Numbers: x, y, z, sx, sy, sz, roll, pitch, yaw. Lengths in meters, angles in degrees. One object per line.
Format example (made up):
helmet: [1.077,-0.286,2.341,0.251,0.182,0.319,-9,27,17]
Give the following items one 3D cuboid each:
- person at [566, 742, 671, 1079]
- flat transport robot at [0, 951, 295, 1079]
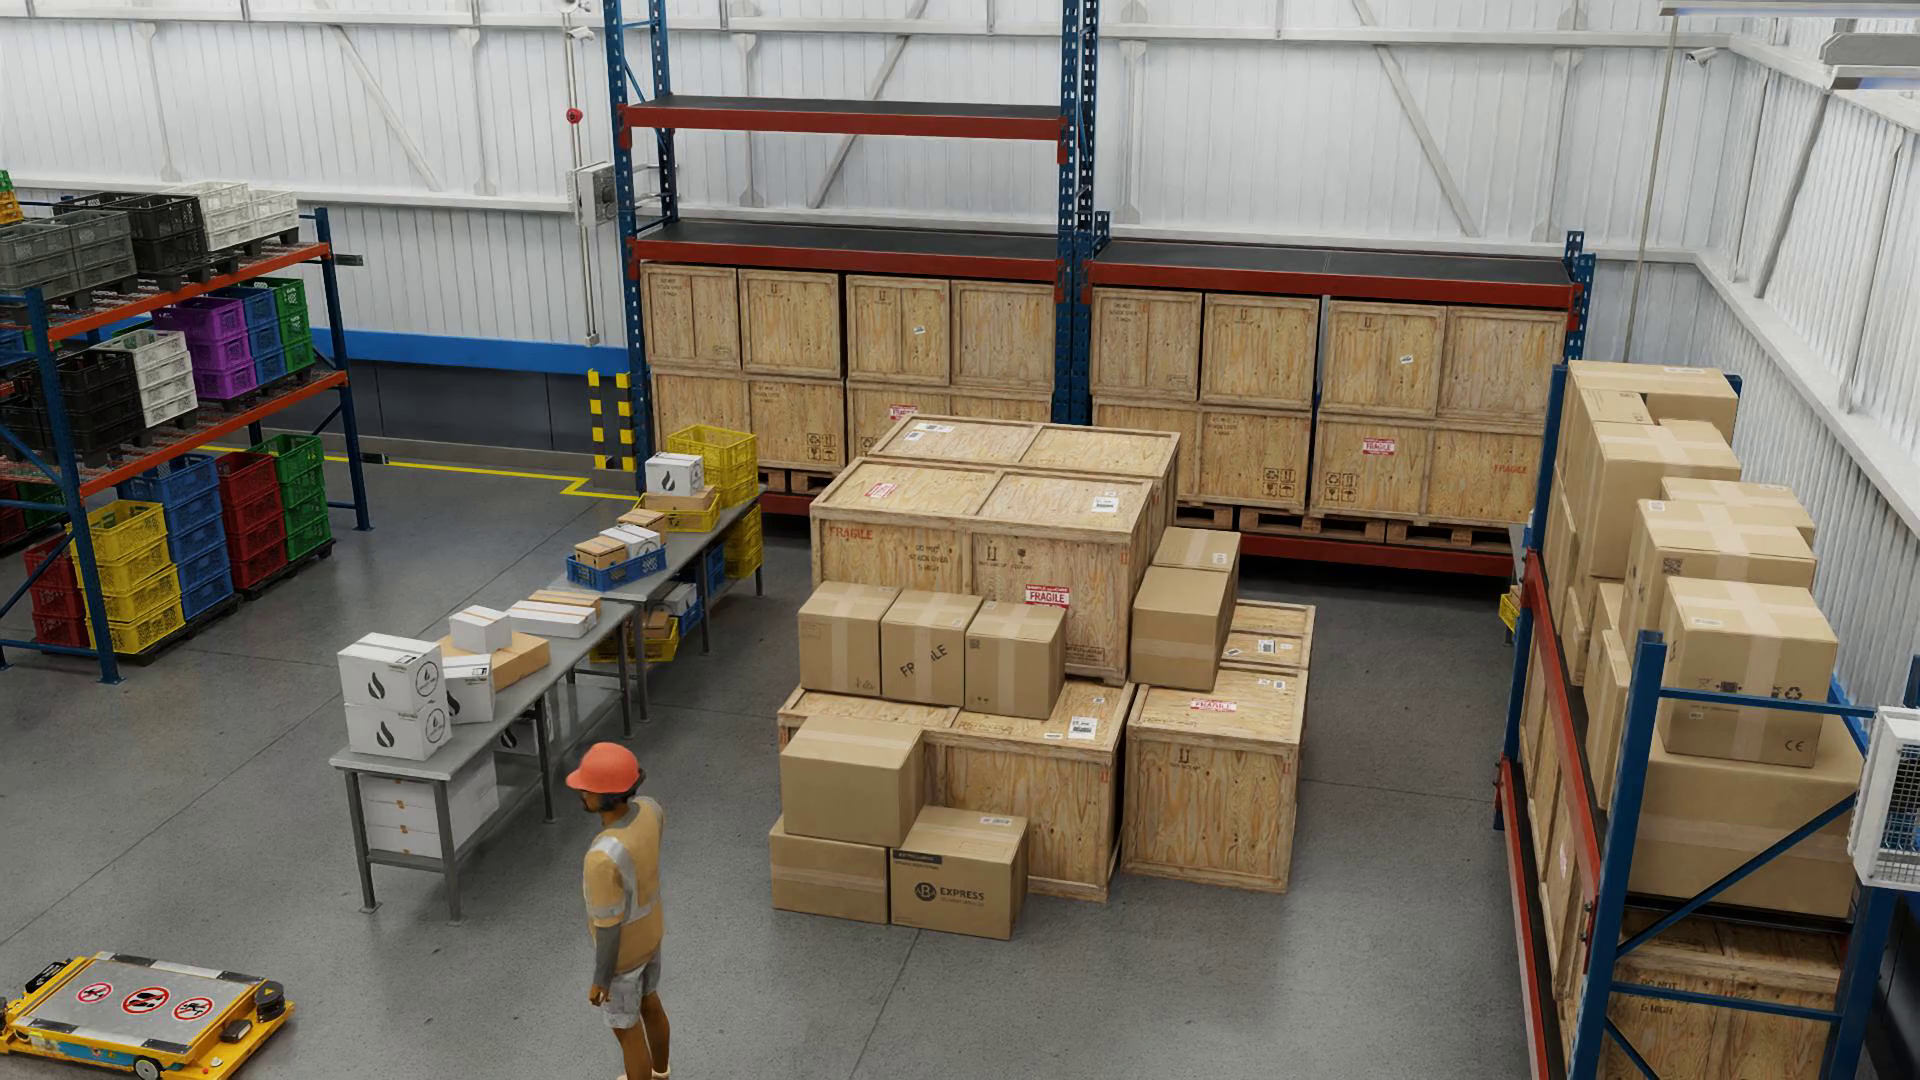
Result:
person: [-1.563,1.855,7.705,0.365,2.048,0.607,4,21,11]
flat transport robot: [-4.270,2.464,8.601,1.431,0.231,0.659,5,22,13]
